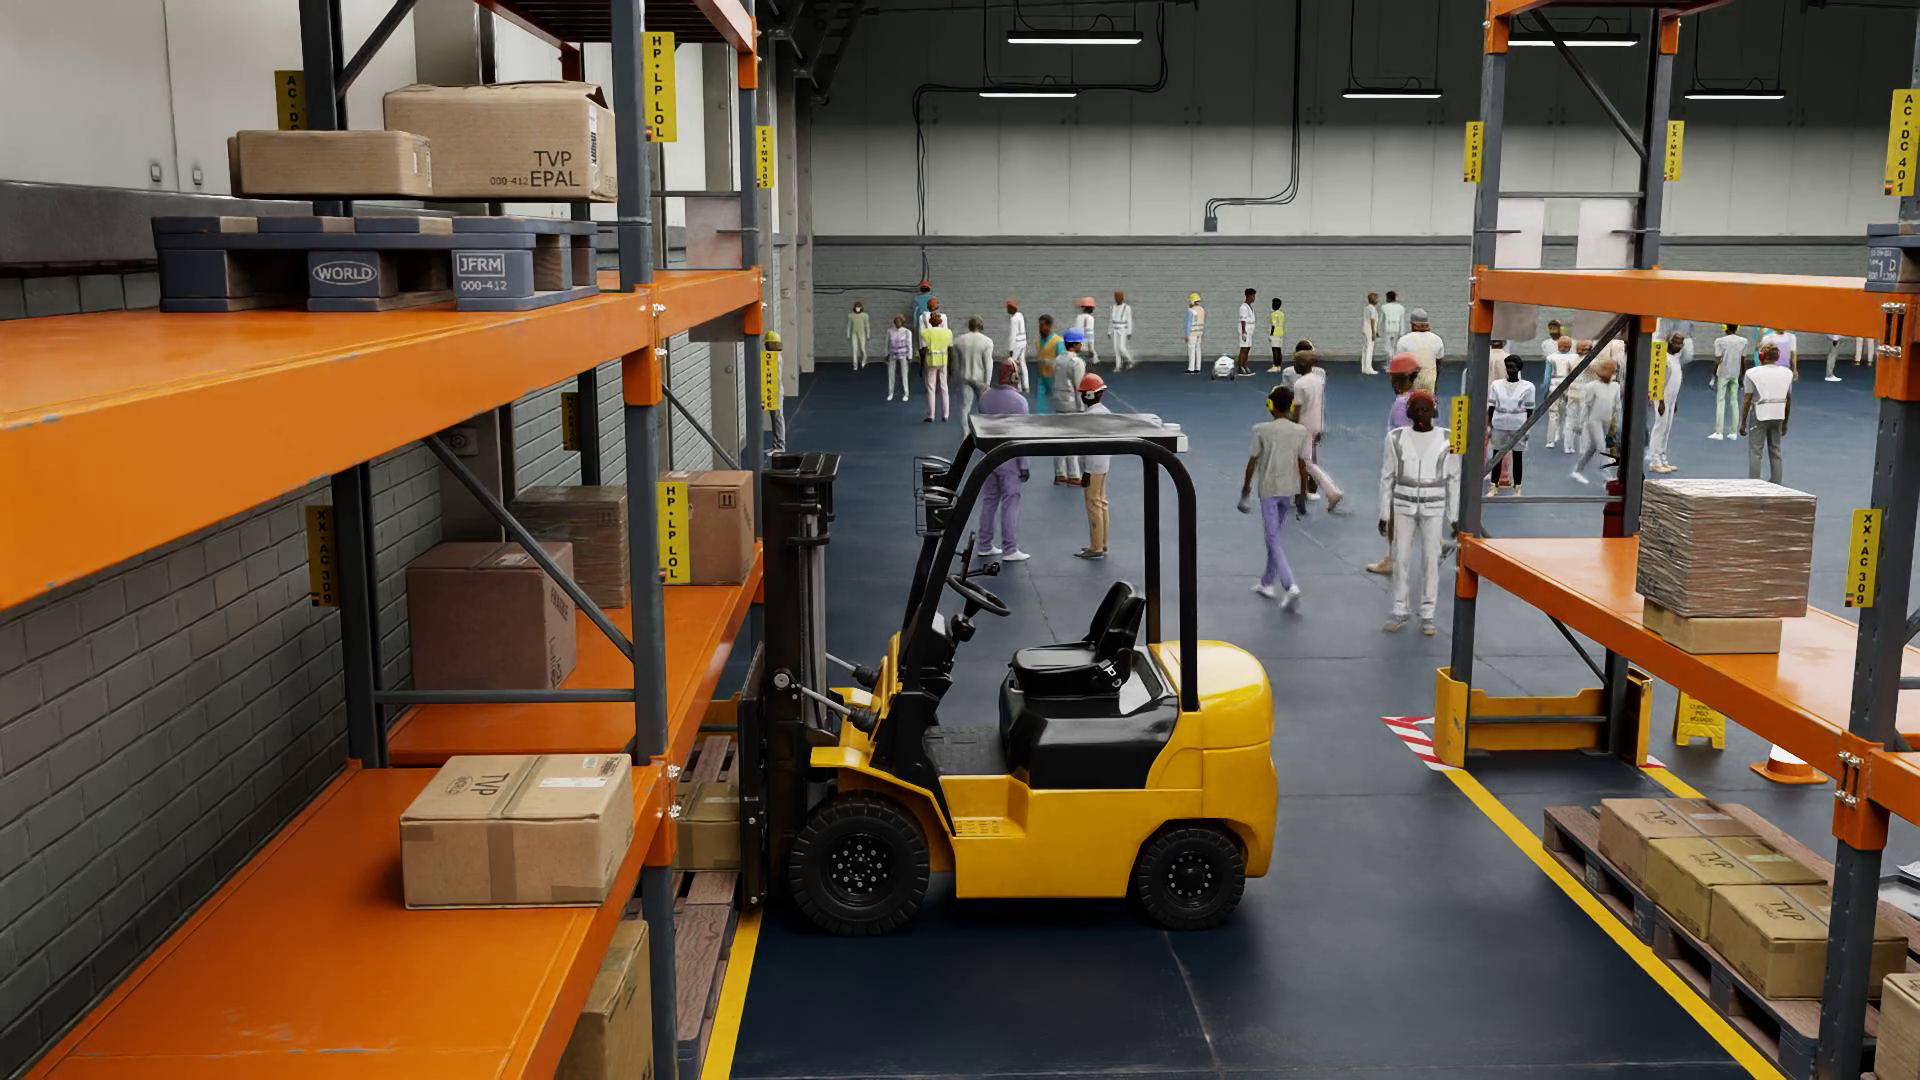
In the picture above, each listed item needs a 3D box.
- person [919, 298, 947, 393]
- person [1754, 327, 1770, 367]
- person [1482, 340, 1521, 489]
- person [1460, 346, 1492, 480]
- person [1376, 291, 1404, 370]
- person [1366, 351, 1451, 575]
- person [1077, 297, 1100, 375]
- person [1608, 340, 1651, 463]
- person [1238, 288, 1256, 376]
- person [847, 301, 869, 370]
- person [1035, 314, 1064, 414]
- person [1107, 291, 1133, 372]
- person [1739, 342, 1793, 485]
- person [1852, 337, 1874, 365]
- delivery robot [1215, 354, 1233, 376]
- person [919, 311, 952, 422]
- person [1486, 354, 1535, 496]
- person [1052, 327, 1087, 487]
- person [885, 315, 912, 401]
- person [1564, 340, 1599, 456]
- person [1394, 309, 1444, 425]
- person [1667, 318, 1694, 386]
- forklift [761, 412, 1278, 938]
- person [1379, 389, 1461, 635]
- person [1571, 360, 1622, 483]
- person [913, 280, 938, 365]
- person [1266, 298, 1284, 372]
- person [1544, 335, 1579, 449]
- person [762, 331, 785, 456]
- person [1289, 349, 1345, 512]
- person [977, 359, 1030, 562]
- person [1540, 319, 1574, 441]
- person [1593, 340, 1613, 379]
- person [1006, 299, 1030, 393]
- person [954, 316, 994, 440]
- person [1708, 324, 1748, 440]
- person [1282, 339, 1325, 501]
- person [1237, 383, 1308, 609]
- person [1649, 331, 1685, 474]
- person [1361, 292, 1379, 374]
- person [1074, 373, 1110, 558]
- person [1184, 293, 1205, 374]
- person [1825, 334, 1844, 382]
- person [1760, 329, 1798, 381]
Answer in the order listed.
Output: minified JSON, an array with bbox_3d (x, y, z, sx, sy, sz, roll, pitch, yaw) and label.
[{"bbox_3d":[-0.525,-3.827,32.811,0.574,1.887,0.355,-1,10,-5],"label":"person"},{"bbox_3d":[16.622,-4.107,34.532,0.351,1.834,0.518,6,12,32],"label":"person"},{"bbox_3d":[6.492,-1.617,20.191,0.608,1.997,0.375,5,11,26],"label":"person"},{"bbox_3d":[6.562,-1.623,20.967,0.500,1.726,0.324,4,11,19],"label":"person"},{"bbox_3d":[9.984,-4.841,38.532,0.585,1.863,0.873,-4,11,-23],"label":"person"},{"bbox_3d":[4.008,-0.666,14.832,0.617,2.026,0.608,6,12,30],"label":"person"},{"bbox_3d":[2.529,-3.731,32.168,0.650,1.919,0.570,-5,11,-26],"label":"person"},{"bbox_3d":[9.163,-1.989,22.593,0.862,1.889,0.596,-4,11,-20],"label":"person"},{"bbox_3d":[6.423,-4.653,37.222,0.377,1.958,0.602,5,11,24],"label":"person"},{"bbox_3d":[-2.380,-4.772,38.824,0.520,1.619,0.391,0,10,0],"label":"person"},{"bbox_3d":[1.379,-2.468,25.288,0.613,1.938,0.620,-7,13,-36],"label":"person"},{"bbox_3d":[3.705,-4.795,38.273,0.467,1.867,0.598,-8,13,-39],"label":"person"},{"bbox_3d":[9.378,-1.376,19.328,0.576,1.832,0.404,-1,10,-7],"label":"person"},{"bbox_3d":[22.008,-5.246,40.417,0.623,1.989,0.400,2,10,11],"label":"person"},{"bbox_3d":[5.732,-3.799,36.101,0.477,0.478,0.707,2,11,13],"label":"delivery robot"},{"bbox_3d":[-0.393,-2.875,27.617,0.571,1.843,0.373,-4,11,-20],"label":"person"},{"bbox_3d":[6.359,-1.298,19.253,0.536,1.696,0.318,5,11,27],"label":"person"},{"bbox_3d":[1.348,-1.621,20.346,0.404,1.948,0.605,-6,12,-29],"label":"person"},{"bbox_3d":[-1.152,-3.419,31.266,0.520,1.627,0.325,4,11,19],"label":"person"},{"bbox_3d":[8.710,-1.999,23.342,0.312,1.634,0.514,-8,13,-37],"label":"person"},{"bbox_3d":[6.494,-2.276,23.737,0.683,2.000,0.537,-2,10,-11],"label":"person"},{"bbox_3d":[14.995,-4.163,34.577,0.657,1.920,0.439,-3,11,-16],"label":"person"},{"bbox_3d":[0.291,0.548,7.580,2.313,2.155,1.214,0,10,-2],"label":"forklift"},{"bbox_3d":[3.520,-0.214,12.719,0.624,1.884,0.346,4,11,21],"label":"person"},{"bbox_3d":[7.801,-1.425,20.298,0.515,1.576,0.930,-4,11,-22],"label":"person"},{"bbox_3d":[-0.849,-5.298,40.562,0.605,2.045,0.387,-1,10,-6],"label":"person"},{"bbox_3d":[7.248,-4.695,38.176,0.318,1.697,0.535,6,12,32],"label":"person"},{"bbox_3d":[8.707,-2.132,24.049,0.513,1.641,0.309,3,11,15],"label":"person"},{"bbox_3d":[-2.623,-2.054,23.335,0.294,1.744,0.487,-3,11,-15],"label":"person"},{"bbox_3d":[3.887,-1.209,18.449,0.876,1.816,0.517,8,13,38],"label":"person"},{"bbox_3d":[0.444,-0.754,15.679,0.398,1.898,0.644,-8,13,-39],"label":"person"},{"bbox_3d":[8.950,-2.385,24.905,0.569,1.839,0.454,10,14,43],"label":"person"},{"bbox_3d":[10.927,-3.072,28.347,0.410,1.983,0.617,3,11,17],"label":"person"},{"bbox_3d":[1.158,-3.833,32.939,0.432,1.854,0.629,3,11,16],"label":"person"},{"bbox_3d":[0.249,-2.368,24.643,0.641,1.890,1.001,4,11,21],"label":"person"},{"bbox_3d":[11.613,-2.443,25.160,0.532,1.865,0.311,0,10,-2],"label":"person"},{"bbox_3d":[3.960,-1.380,19.243,0.514,1.866,0.332,2,10,13],"label":"person"},{"bbox_3d":[2.628,-0.369,13.714,0.523,1.836,0.919,-3,11,-18],"label":"person"},{"bbox_3d":[9.169,-1.784,21.564,0.344,1.839,0.504,9,13,40],"label":"person"},{"bbox_3d":[9.283,-4.670,37.621,0.351,1.846,0.506,-1,10,-4],"label":"person"},{"bbox_3d":[1.245,-0.703,15.775,0.341,1.749,0.572,3,11,18],"label":"person"},{"bbox_3d":[5.292,-4.661,37.639,0.403,1.825,0.592,9,14,41],"label":"person"},{"bbox_3d":[18.855,-4.369,35.724,0.376,1.922,0.594,7,12,33],"label":"person"},{"bbox_3d":[13.331,-2.772,27.164,0.531,1.819,0.894,1,10,3],"label":"person"}]
